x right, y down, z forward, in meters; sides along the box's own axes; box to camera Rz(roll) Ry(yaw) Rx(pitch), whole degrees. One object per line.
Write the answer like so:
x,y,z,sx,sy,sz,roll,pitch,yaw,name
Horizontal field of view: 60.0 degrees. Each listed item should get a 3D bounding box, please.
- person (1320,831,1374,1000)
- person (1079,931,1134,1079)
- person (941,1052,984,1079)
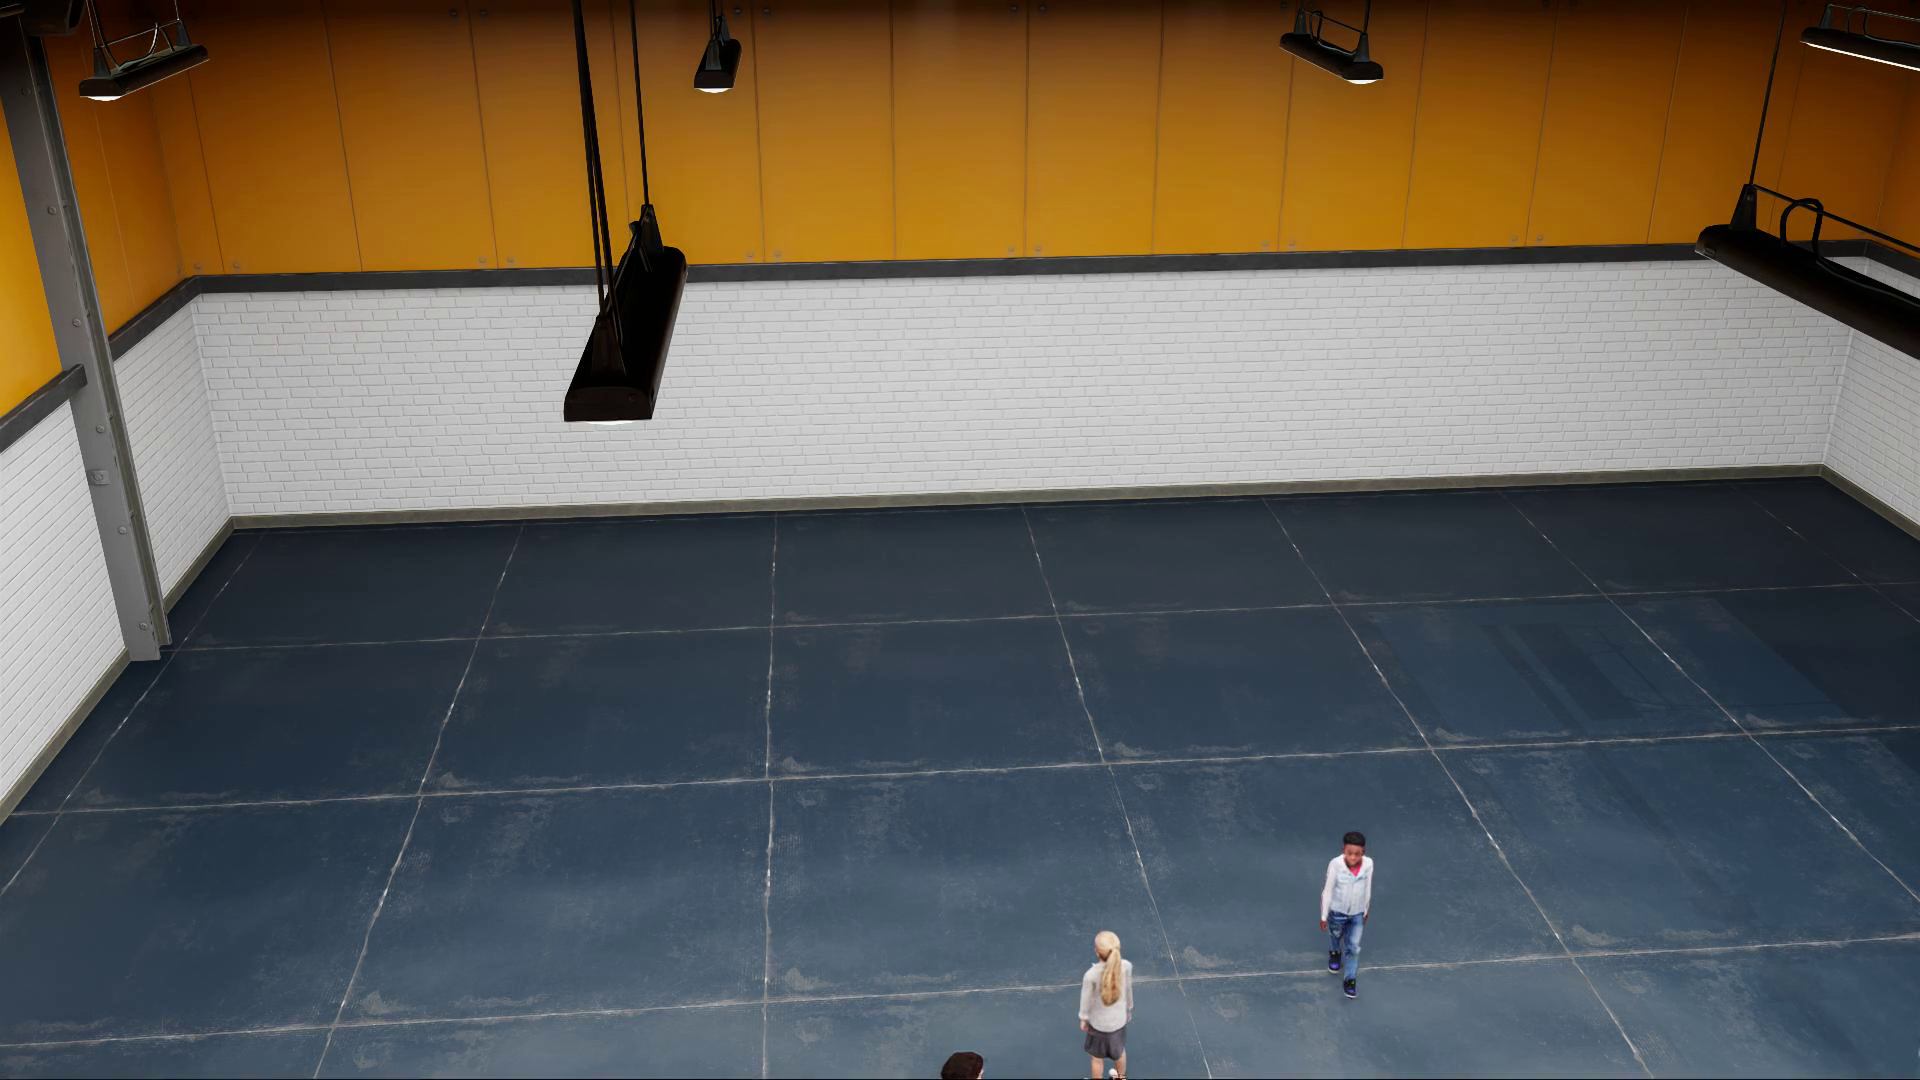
2.774,2.599,11.931,0.639,1.229,0.890,4,24,9,person
0.964,3.079,10.777,0.575,1.275,0.590,-9,25,-19,person
0.017,3.537,9.005,0.806,1.854,0.692,-18,30,-36,person
